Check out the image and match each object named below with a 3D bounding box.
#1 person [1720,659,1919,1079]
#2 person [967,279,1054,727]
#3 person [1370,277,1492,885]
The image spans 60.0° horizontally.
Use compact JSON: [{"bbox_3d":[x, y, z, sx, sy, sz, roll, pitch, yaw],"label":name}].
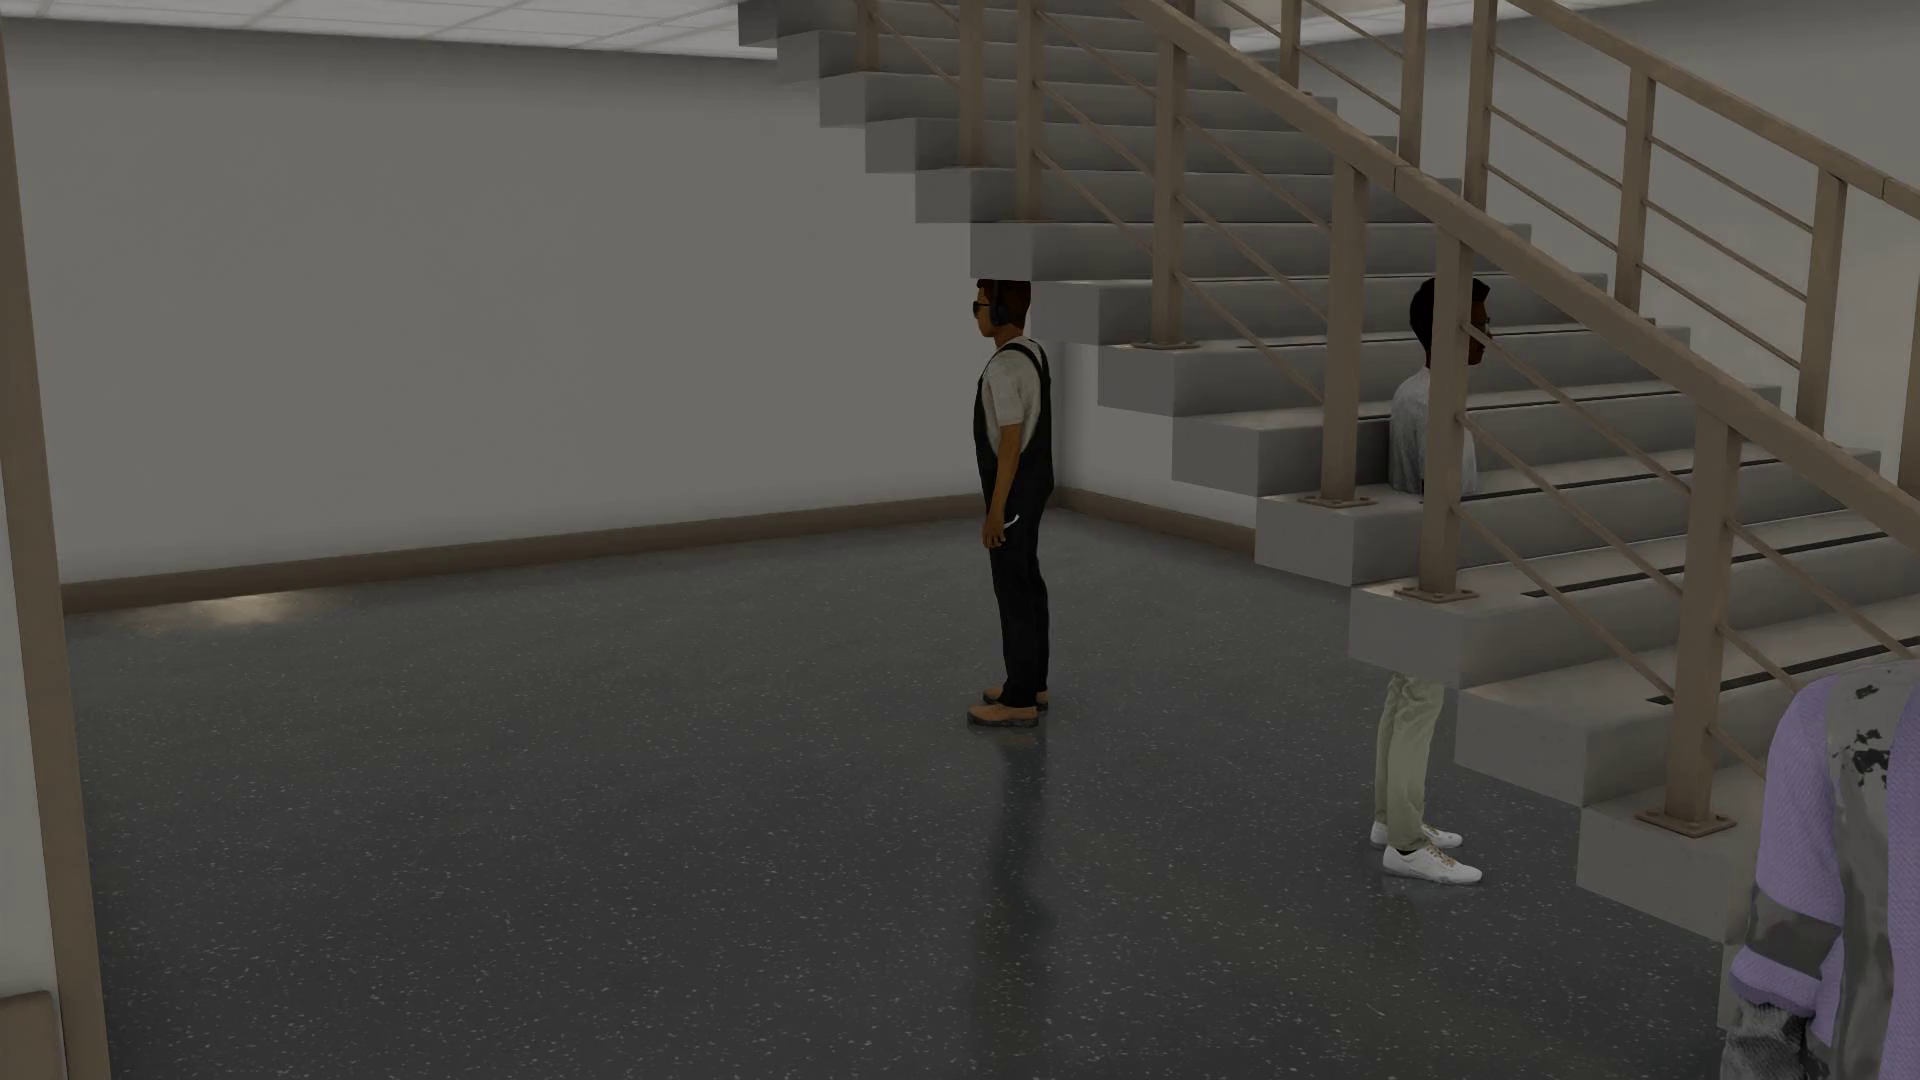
[{"bbox_3d":[1.010,0.767,1.613,0.543,1.927,0.375,7,13,33],"label":"person"},{"bbox_3d":[0.207,-0.164,6.714,0.328,1.844,0.511,3,11,16],"label":"person"},{"bbox_3d":[1.476,0.118,5.172,0.329,1.872,0.511,1,11,7],"label":"person"}]
